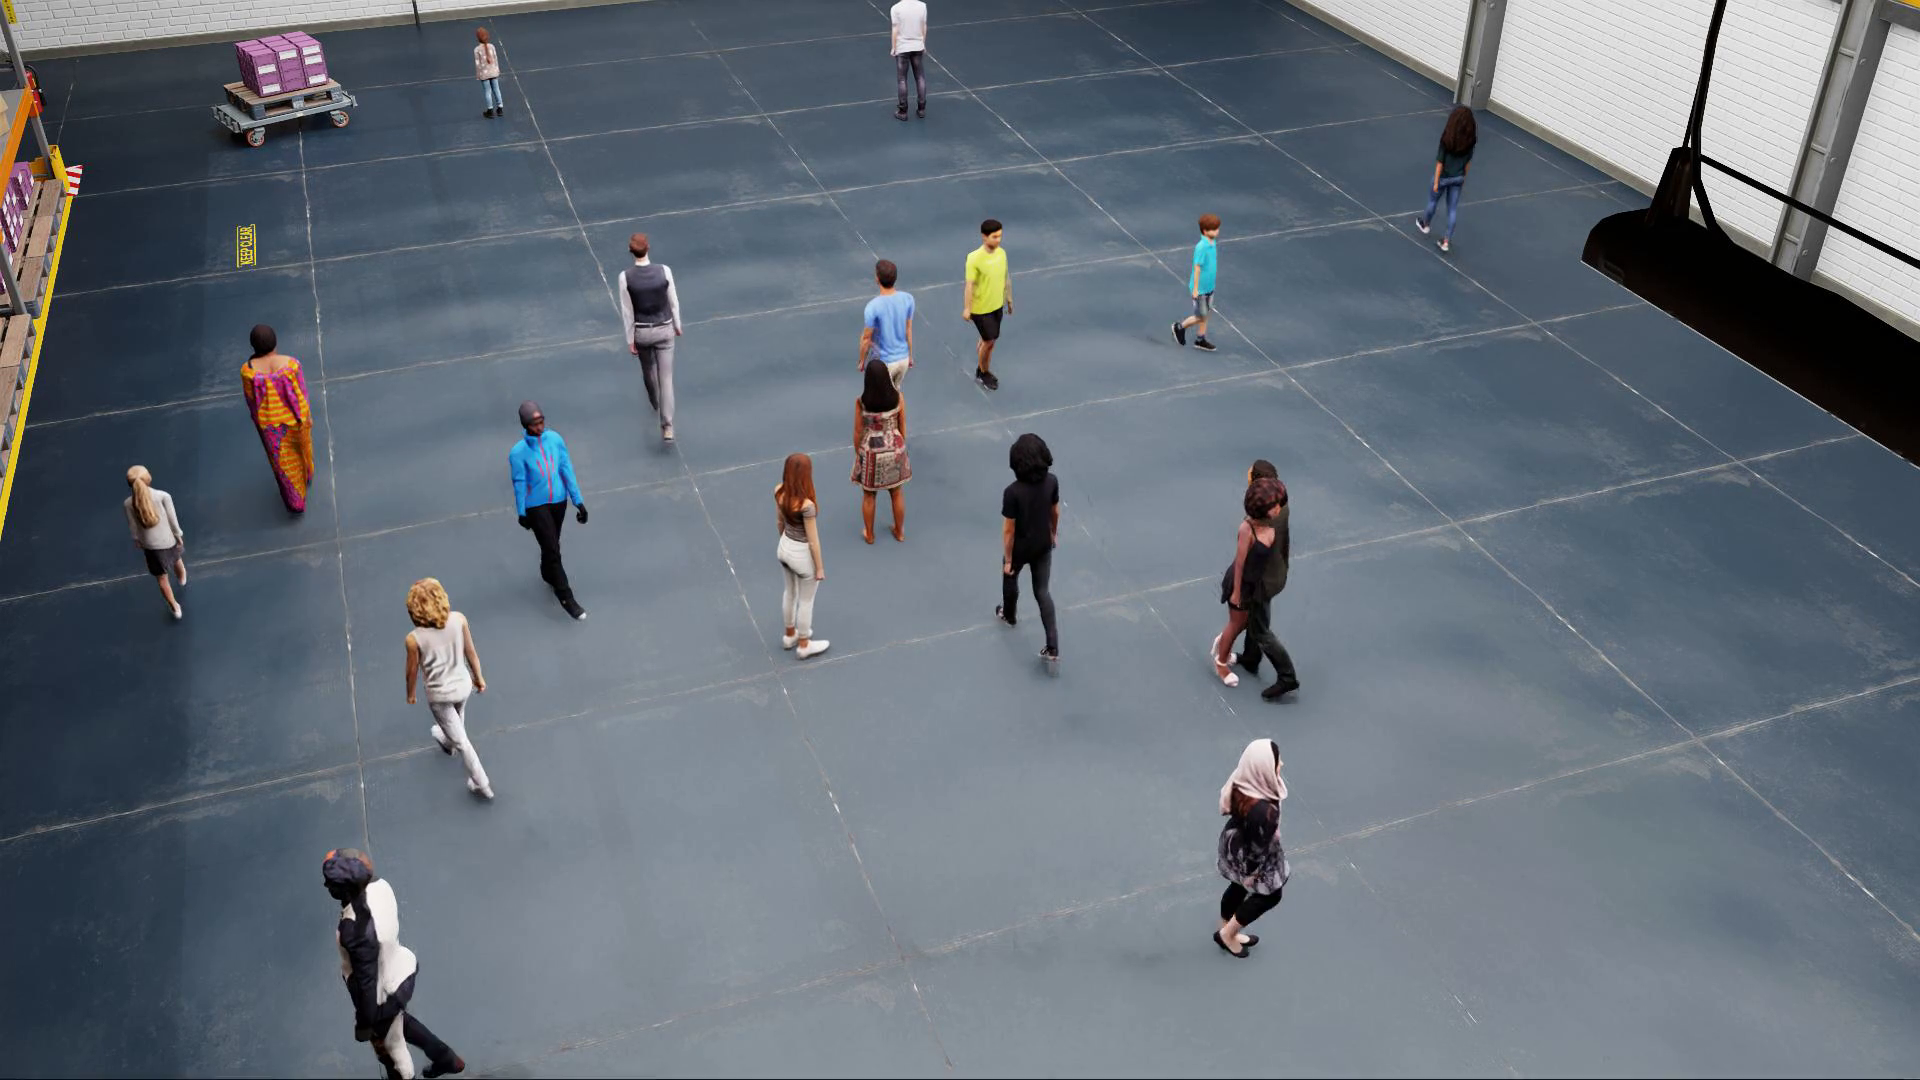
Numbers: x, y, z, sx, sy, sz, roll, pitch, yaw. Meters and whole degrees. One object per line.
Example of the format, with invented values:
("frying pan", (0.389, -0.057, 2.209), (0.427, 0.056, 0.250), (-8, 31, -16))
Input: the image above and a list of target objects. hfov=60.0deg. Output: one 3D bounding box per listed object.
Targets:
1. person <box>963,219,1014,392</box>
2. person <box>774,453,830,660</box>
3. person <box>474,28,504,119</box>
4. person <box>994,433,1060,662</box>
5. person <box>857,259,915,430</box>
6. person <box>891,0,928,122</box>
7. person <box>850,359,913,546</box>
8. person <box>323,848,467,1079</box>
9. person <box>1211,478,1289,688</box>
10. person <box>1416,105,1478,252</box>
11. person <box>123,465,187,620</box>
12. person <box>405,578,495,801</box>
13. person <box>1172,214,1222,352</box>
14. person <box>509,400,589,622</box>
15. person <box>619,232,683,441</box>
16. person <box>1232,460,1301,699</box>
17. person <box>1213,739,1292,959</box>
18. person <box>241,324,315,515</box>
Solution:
("person", (0.201, -2.283, 15.864), (0.763, 1.700, 0.780), (-28, 43, -35))
("person", (-1.200, 0.123, 12.231), (0.603, 1.716, 0.725), (29, 43, 36))
("person", (-6.339, -6.279, 22.333), (0.539, 1.194, 0.546), (-24, 40, -31))
("person", (0.548, 0.087, 12.211), (0.713, 1.798, 1.156), (-14, 36, -20))
("person", (-0.569, -1.534, 14.608), (0.778, 1.844, 0.899), (-24, 41, -32))
("person", (-0.675, -6.526, 22.128), (0.660, 1.832, 0.591), (-14, 36, -19))
("person", (-0.639, -0.717, 13.562), (0.694, 1.641, 0.571), (-8, 34, -11))
("person", (-2.986, 2.343, 8.735), (0.824, 1.888, 0.756), (-6, 34, -9))
("person", (2.043, 0.294, 11.927), (0.819, 1.767, 0.728), (25, 41, 33))
("person", (5.494, -4.004, 18.553), (0.738, 1.590, 1.015), (-4, 34, -6))
("person", (-6.160, 0.030, 12.795), (0.569, 1.245, 0.895), (-15, 36, -21))
("person", (-3.339, 1.024, 10.956), (0.910, 1.625, 1.139), (-29, 43, -36))
("person", (2.358, -2.563, 16.517), (0.797, 1.444, 0.716), (22, 39, 29))
("person", (-3.242, -0.310, 12.837), (1.114, 1.764, 0.903), (27, 42, 35))
("person", (-2.746, -1.809, 14.962), (0.860, 1.910, 1.309), (-4, 34, -6))
("person", (2.239, 0.297, 11.921), (1.056, 1.768, 0.968), (19, 38, 26))
("person", (1.617, 1.815, 9.764), (0.749, 1.628, 0.664), (-4, 34, -6))
("person", (-5.723, -1.024, 13.994), (0.745, 1.674, 1.174), (-16, 37, -23))
